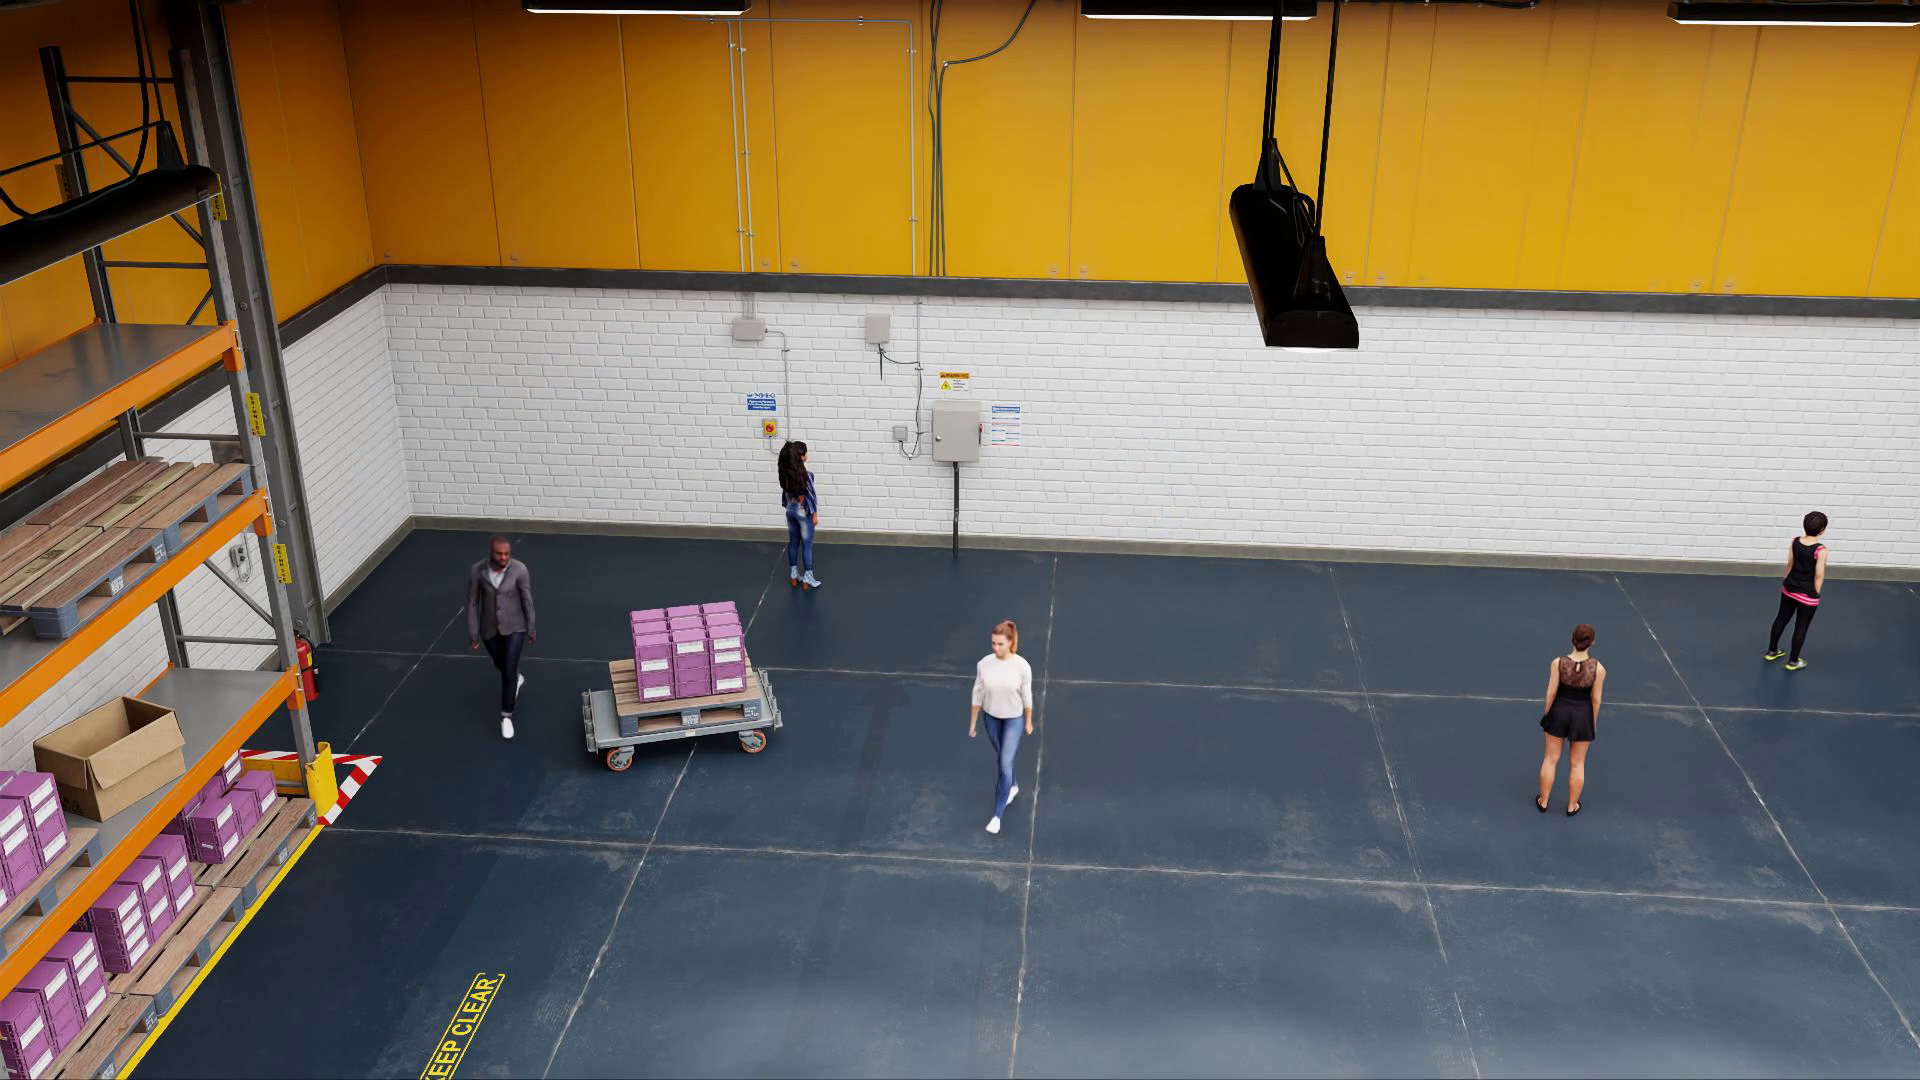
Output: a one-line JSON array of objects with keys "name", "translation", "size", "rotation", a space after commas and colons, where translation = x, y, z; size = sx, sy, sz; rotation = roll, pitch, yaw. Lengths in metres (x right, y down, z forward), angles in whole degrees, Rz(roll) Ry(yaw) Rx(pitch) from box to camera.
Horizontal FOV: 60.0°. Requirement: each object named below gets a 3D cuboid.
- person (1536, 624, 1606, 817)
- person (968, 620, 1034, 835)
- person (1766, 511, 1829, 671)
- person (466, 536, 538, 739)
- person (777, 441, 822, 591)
[{"name": "person", "translation": [4.860, 1.420, 13.263], "size": [0.639, 1.675, 0.641], "rotation": [9, 25, 19]}, {"name": "person", "translation": [0.374, 1.416, 13.266], "size": [0.825, 1.679, 1.123], "rotation": [9, 25, 20]}, {"name": "person", "translation": [7.898, 0.457, 15.621], "size": [0.665, 1.551, 0.571], "rotation": [-10, 25, -21]}, {"name": "person", "translation": [-4.009, 0.759, 14.643], "size": [0.762, 1.780, 1.174], "rotation": [1, 24, 3]}, {"name": "person", "translation": [-1.652, -0.270, 17.203], "size": [0.695, 1.616, 0.722], "rotation": [18, 29, 36]}]
